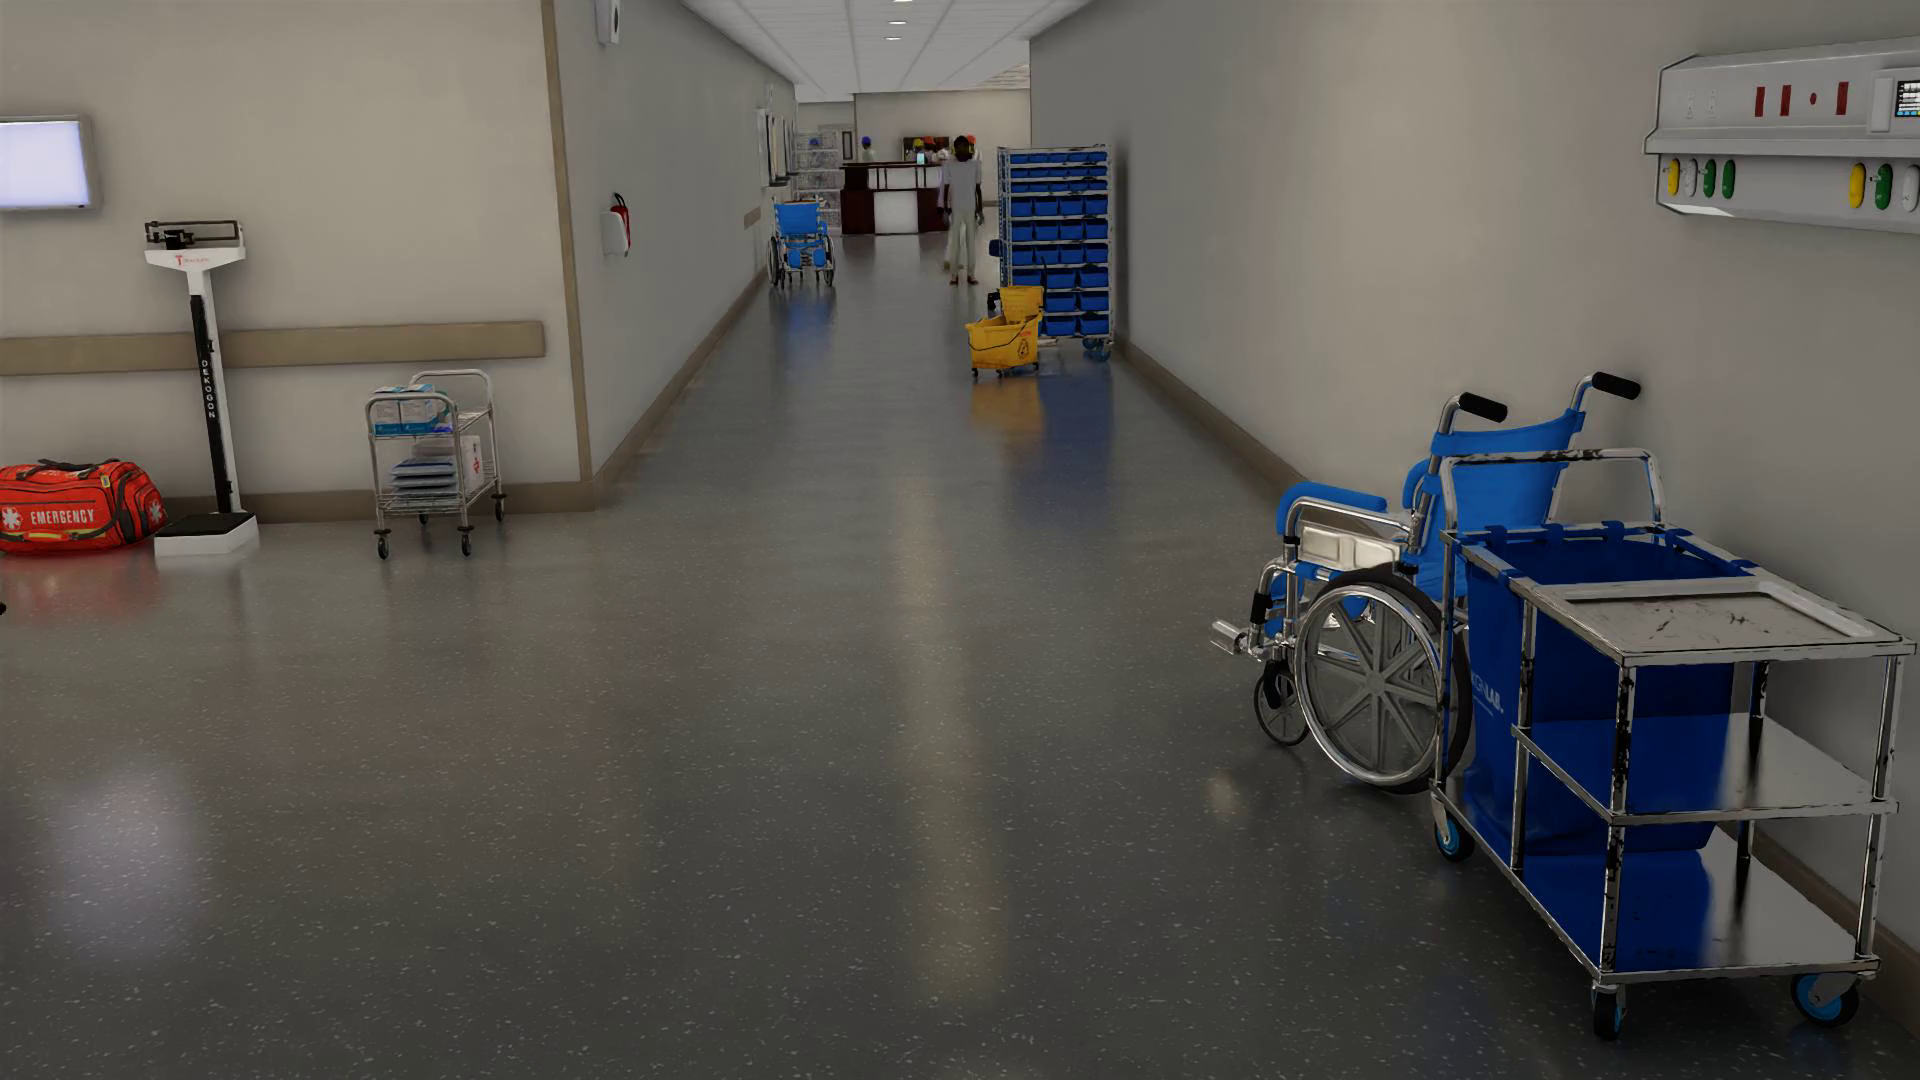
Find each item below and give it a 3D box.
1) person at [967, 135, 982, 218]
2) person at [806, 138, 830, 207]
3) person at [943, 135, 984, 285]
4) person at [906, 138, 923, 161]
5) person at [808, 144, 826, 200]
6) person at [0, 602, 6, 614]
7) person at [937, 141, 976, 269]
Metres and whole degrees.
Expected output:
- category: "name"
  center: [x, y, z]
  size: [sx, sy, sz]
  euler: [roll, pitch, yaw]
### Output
- category: "person"
  center: [0.239, -8.327, 38.123]
  size: [0.557, 1.888, 0.993]
  euler: [-3, 14, -6]
- category: "person"
  center: [-4.014, -10.087, 45.809]
  size: [0.657, 1.893, 0.994]
  euler: [10, 18, 40]
- category: "person"
  center: [0.041, -4.180, 21.118]
  size: [0.531, 1.869, 0.308]
  euler: [-3, 14, -7]
- category: "person"
  center: [-0.972, -8.621, 39.590]
  size: [0.596, 1.828, 0.403]
  euler: [-5, 14, -14]
- category: "person"
  center: [-4.148, -10.613, 48.295]
  size: [0.537, 1.761, 0.373]
  euler: [-5, 14, -13]
- category: "person"
  center: [-4.269, -0.540, 6.694]
  size: [0.884, 1.855, 0.720]
  euler: [1, 14, 12]
- category: "person"
  center: [-0.051, -4.732, 23.535]
  size: [0.537, 1.804, 0.645]
  euler: [5, 15, 26]
